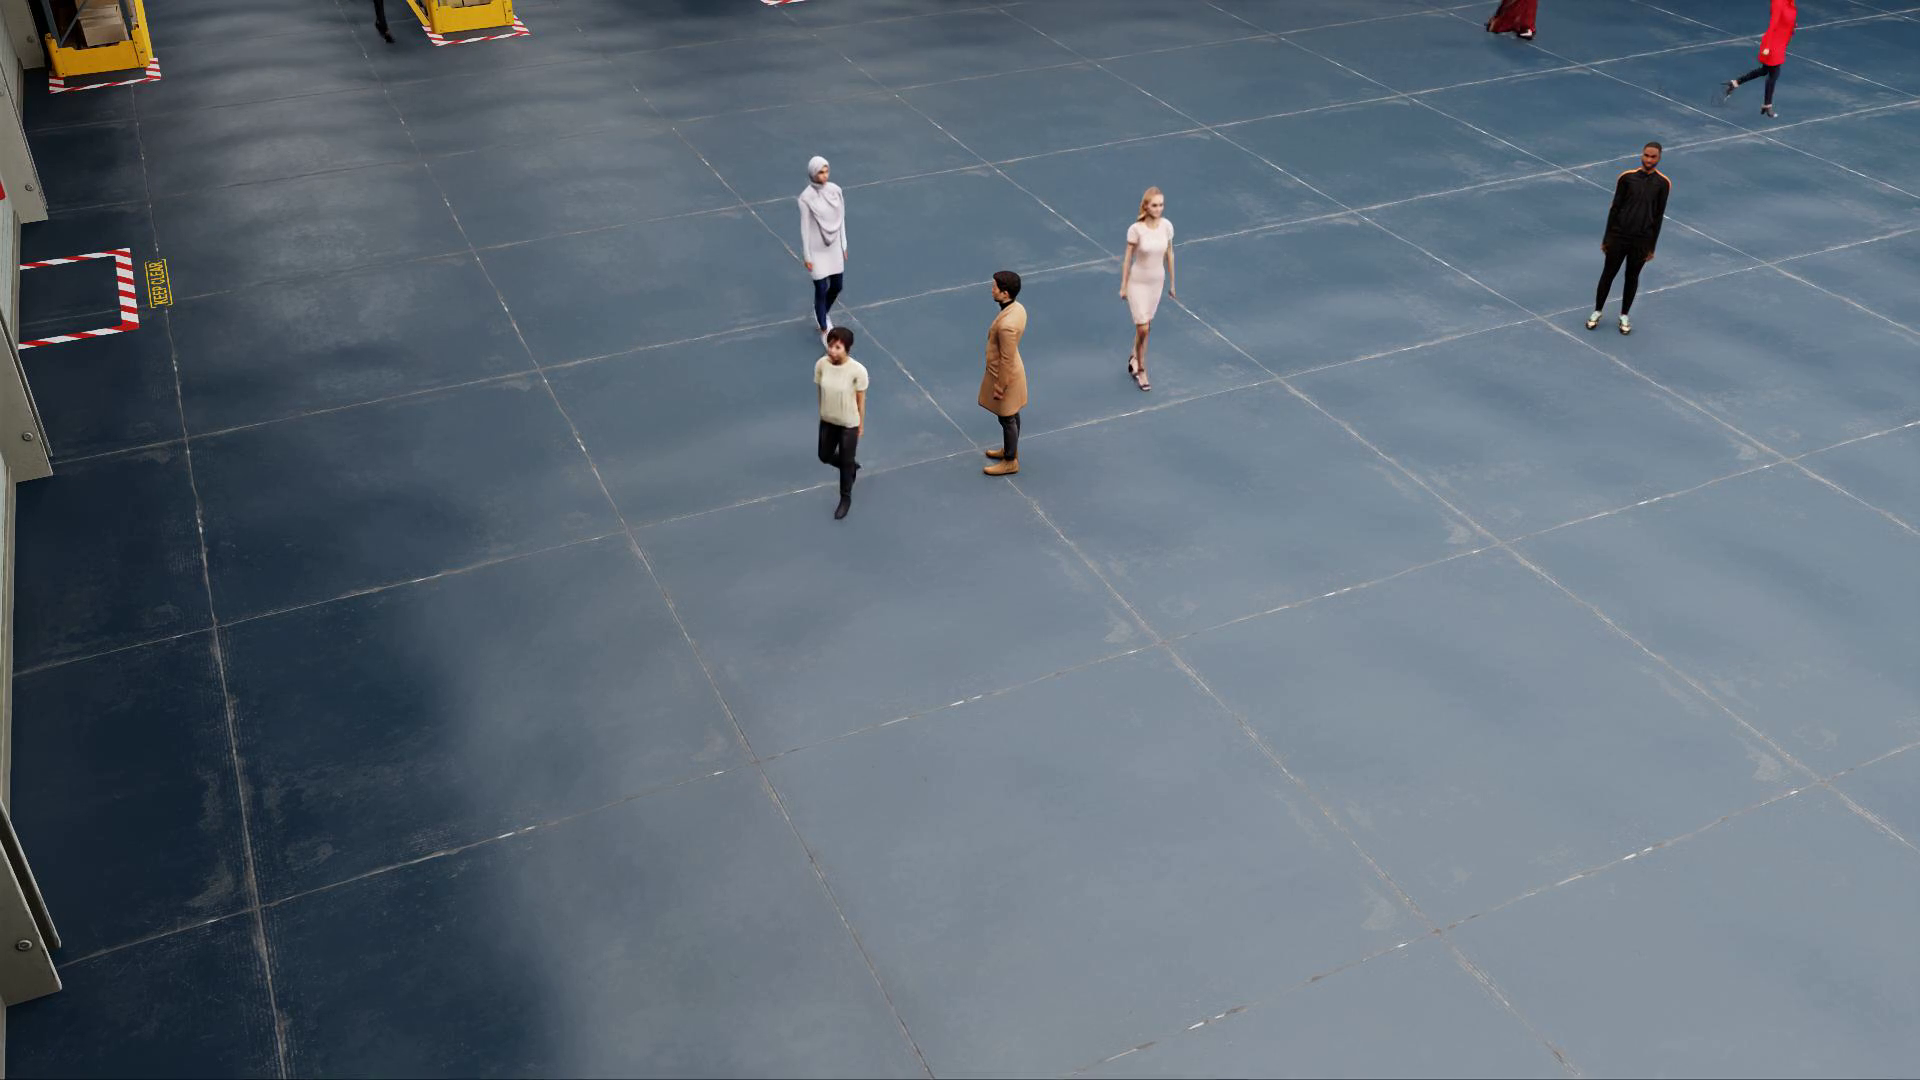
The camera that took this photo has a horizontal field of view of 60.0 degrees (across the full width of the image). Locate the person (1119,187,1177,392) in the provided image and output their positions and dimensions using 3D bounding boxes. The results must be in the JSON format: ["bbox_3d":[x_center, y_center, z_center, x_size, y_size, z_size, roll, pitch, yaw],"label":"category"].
[{"bbox_3d":[1.587,-2.240,14.518,0.637,1.812,0.747,-11,35,-16],"label":"person"}]

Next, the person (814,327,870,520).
[{"bbox_3d":[-0.881,-0.932,12.723,0.798,1.576,0.852,15,36,22],"label":"person"}]

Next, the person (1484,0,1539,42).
[{"bbox_3d":[7.983,-7.792,23.240,1.060,1.610,0.863,26,41,34],"label":"person"}]

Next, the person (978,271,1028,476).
[{"bbox_3d":[0.377,-1.337,13.208,0.815,1.727,0.723,3,33,5],"label":"person"}]

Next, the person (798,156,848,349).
[{"bbox_3d":[-1.261,-2.655,15.185,0.681,1.780,0.829,-21,38,-28],"label":"person"}]

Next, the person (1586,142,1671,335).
[{"bbox_3d":[6.216,-2.811,15.400,0.694,1.808,0.758,12,35,18],"label":"person"}]

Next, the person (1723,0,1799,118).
[{"bbox_3d":[9.980,-6.127,20.572,1.066,1.729,0.860,26,41,34],"label":"person"}]
